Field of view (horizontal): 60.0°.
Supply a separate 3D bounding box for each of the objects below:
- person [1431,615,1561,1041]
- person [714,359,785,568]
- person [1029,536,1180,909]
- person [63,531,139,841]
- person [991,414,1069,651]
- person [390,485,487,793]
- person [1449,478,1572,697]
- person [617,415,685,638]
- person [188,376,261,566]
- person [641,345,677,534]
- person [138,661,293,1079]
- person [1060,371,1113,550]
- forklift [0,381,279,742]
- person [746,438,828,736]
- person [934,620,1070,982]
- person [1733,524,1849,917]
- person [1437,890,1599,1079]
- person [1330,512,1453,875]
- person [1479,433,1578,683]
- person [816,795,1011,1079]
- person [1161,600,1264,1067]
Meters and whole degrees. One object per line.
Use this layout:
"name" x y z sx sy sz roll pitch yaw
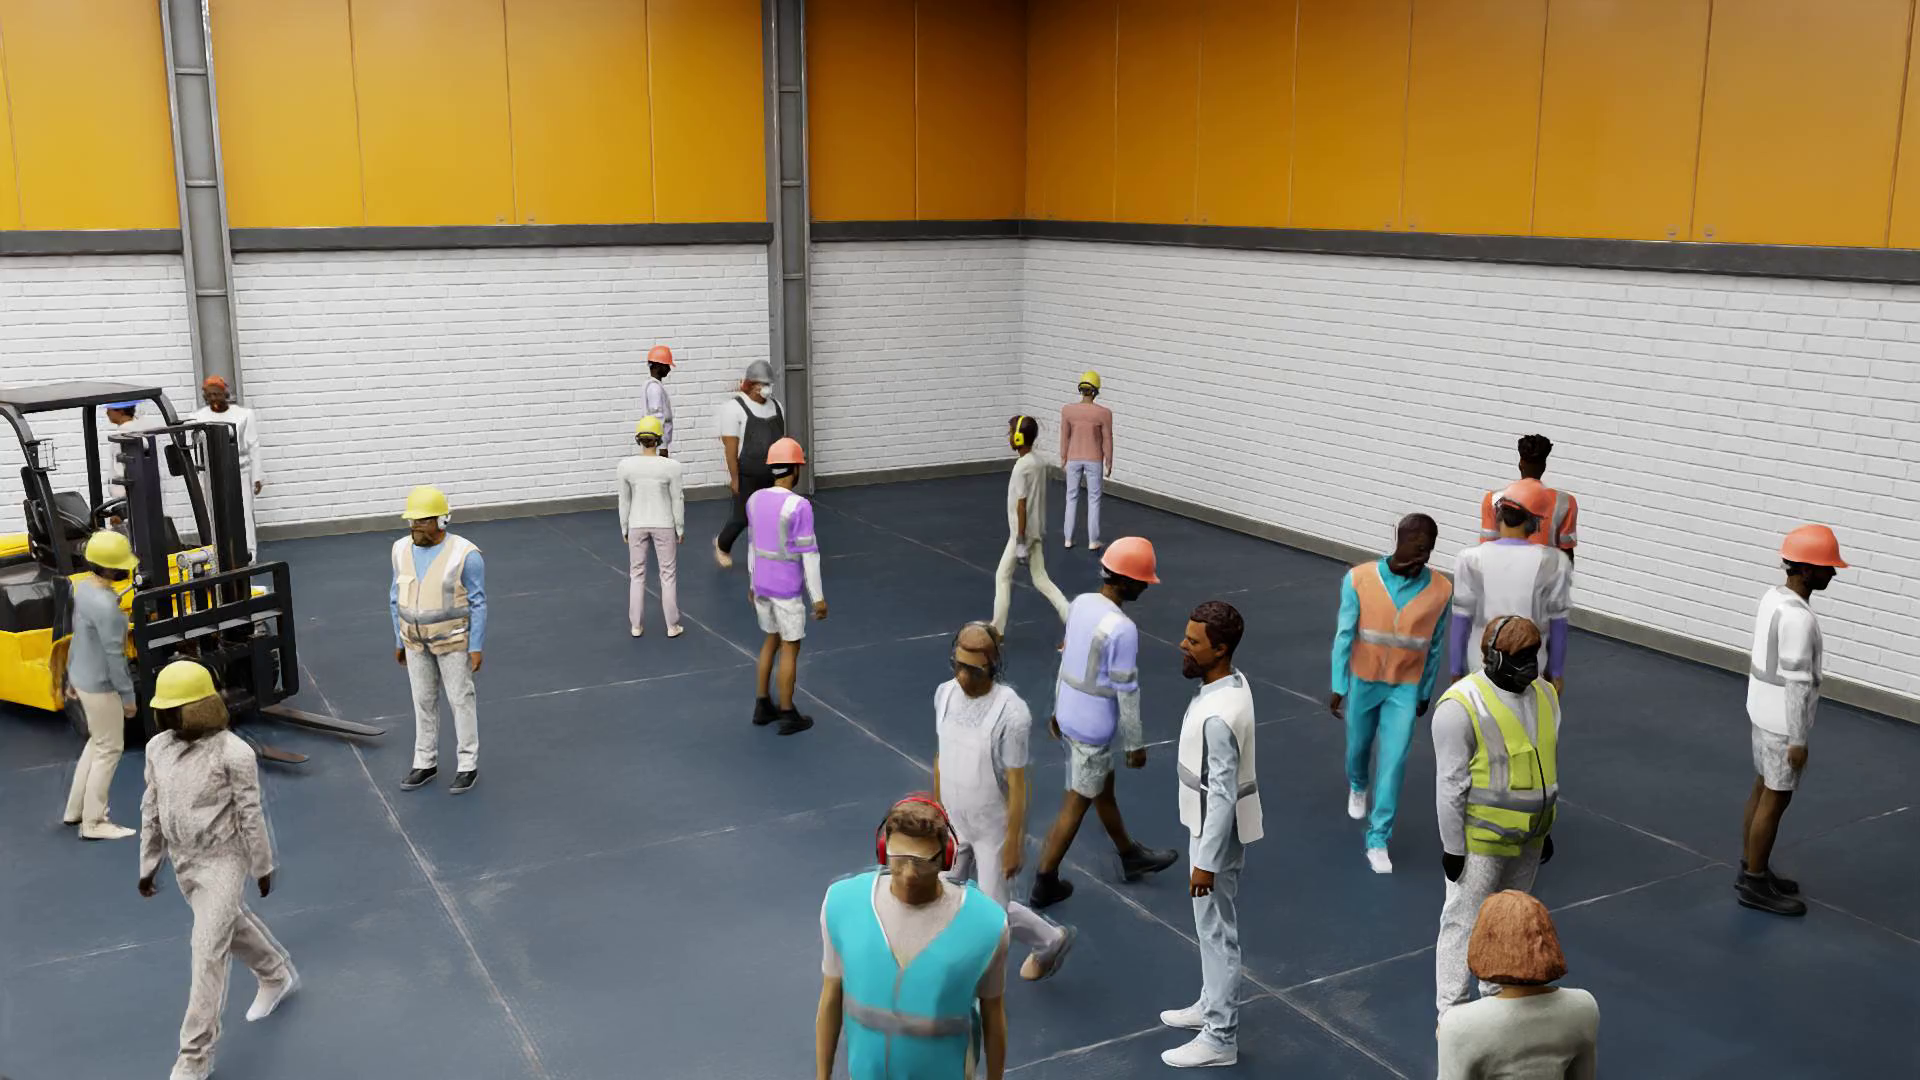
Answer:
"person" 2.203 1.203 6.793 0.627 1.844 0.429 -7 14 -31
"person" -1.876 -0.667 15.089 0.686 2.000 0.854 -10 15 -38
"person" 0.717 0.889 8.179 0.861 1.875 0.640 -5 13 -21
"person" -4.643 0.786 9.022 0.447 1.724 0.574 -9 15 -38
"person" 0.552 -0.052 12.716 0.940 1.833 0.530 6 13 27
"person" -3.058 0.580 9.731 0.591 1.834 0.404 3 12 14
"person" 2.914 0.673 8.902 0.607 2.010 0.783 6 13 25
"person" -2.424 -0.102 13.117 0.522 1.758 0.349 1 12 3
"person" -6.619 -0.560 15.027 0.579 1.861 0.500 -5 13 -21
"person" -3.060 -1.020 17.004 0.366 1.931 0.542 -4 13 -19
"person" -3.037 1.289 6.752 0.496 1.705 0.915 4 13 18
"person" 1.240 -0.773 16.267 0.532 1.757 0.336 4 13 17
"forklift" -5.853 0.085 11.199 2.313 2.155 1.214 7 14 28
"person" -1.121 0.301 10.825 0.636 1.924 0.422 11 16 41
"person" 0.133 1.174 7.019 0.546 1.814 0.761 11 16 43
"person" 4.060 0.868 8.144 0.371 1.935 0.553 3 12 13
"person" 1.530 1.767 4.663 0.505 1.627 0.277 -3 13 -16
"person" 2.292 0.738 8.924 0.612 1.863 0.969 2 12 9
"person" 3.664 0.285 10.798 0.610 1.964 0.365 3 12 13
"person" -0.127 1.596 5.019 0.571 1.813 0.858 3 12 14
"person" 1.028 1.179 6.718 0.392 1.922 0.591 2 12 8
